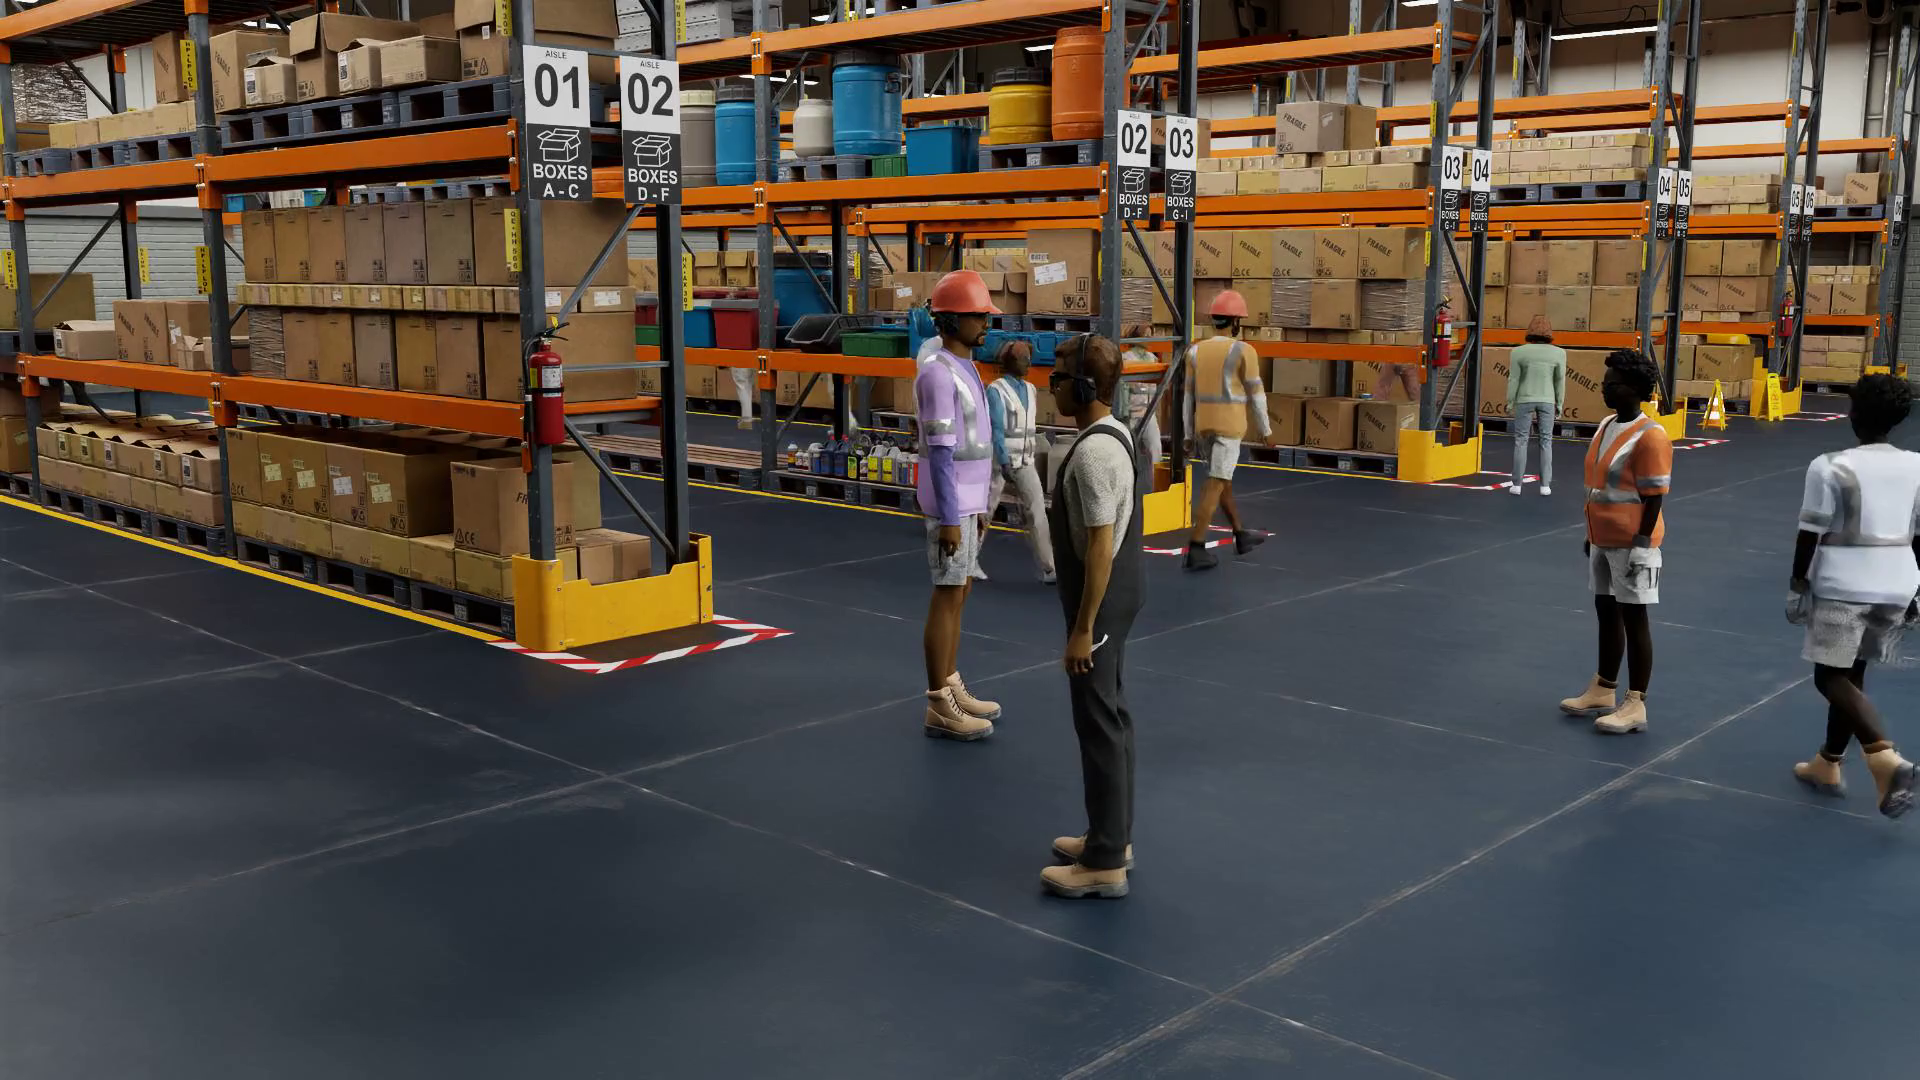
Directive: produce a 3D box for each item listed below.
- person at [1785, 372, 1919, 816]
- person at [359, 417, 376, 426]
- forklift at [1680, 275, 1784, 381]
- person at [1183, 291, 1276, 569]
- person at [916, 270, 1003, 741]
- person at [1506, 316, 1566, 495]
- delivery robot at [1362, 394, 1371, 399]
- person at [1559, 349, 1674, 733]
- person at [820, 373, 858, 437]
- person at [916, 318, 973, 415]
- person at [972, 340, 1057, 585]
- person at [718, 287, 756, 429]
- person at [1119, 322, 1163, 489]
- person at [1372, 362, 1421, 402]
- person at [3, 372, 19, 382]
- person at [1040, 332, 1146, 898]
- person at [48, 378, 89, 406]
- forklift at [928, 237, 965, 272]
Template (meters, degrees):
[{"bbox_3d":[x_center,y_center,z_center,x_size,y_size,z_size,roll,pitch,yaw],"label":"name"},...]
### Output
[{"bbox_3d":[3.455,0.206,6.290,0.541,1.672,0.725,-1,9,-8],"label":"person"},{"bbox_3d":[-7.084,-2.020,19.450,0.428,1.812,0.608,7,12,39],"label":"person"},{"bbox_3d":[12.480,-3.427,27.053,1.214,2.155,2.313,9,13,43],"label":"forklift"},{"bbox_3d":[1.896,-0.774,11.579,0.977,1.886,0.550,-7,12,-39],"label":"person"},{"bbox_3d":[0.002,-0.162,7.366,0.370,2.044,0.608,2,9,10],"label":"person"},{"bbox_3d":[5.238,-1.224,15.154,0.502,1.627,0.272,2,9,11],"label":"person"},{"bbox_3d":[4.911,-1.527,20.129,0.477,0.478,0.707,-8,12,-39],"label":"delivery robot"},{"bbox_3d":[2.949,0.000,7.433,0.321,1.697,0.530,-1,9,-6],"label":"person"},{"bbox_3d":[-1.445,-2.054,20.293,0.508,1.607,0.695,-7,12,-38],"label":"person"},{"bbox_3d":[-0.043,-0.935,12.779,0.497,1.819,0.619,6,11,34],"label":"person"},{"bbox_3d":[0.332,-0.498,10.823,0.875,1.593,0.515,8,12,42],"label":"person"},{"bbox_3d":[-2.868,-2.355,21.515,0.700,1.821,0.630,9,13,44],"label":"person"},{"bbox_3d":[1.524,-1.104,14.514,0.525,1.598,0.877,-8,12,-41],"label":"person"},{"bbox_3d":[5.473,-2.293,21.017,1.002,1.851,0.654,8,12,40],"label":"person"},{"bbox_3d":[-11.939,-2.316,21.103,0.600,1.874,0.473,-5,10,-27],"label":"person"},{"bbox_3d":[0.443,0.243,5.490,0.325,1.843,0.516,2,10,13],"label":"person"},{"bbox_3d":[-10.881,-2.229,20.190,0.622,1.990,0.400,-9,13,-43],"label":"person"},{"bbox_3d":[-0.326,-5.817,39.609,1.129,2.768,1.873,9,13,43],"label":"forklift"}]
